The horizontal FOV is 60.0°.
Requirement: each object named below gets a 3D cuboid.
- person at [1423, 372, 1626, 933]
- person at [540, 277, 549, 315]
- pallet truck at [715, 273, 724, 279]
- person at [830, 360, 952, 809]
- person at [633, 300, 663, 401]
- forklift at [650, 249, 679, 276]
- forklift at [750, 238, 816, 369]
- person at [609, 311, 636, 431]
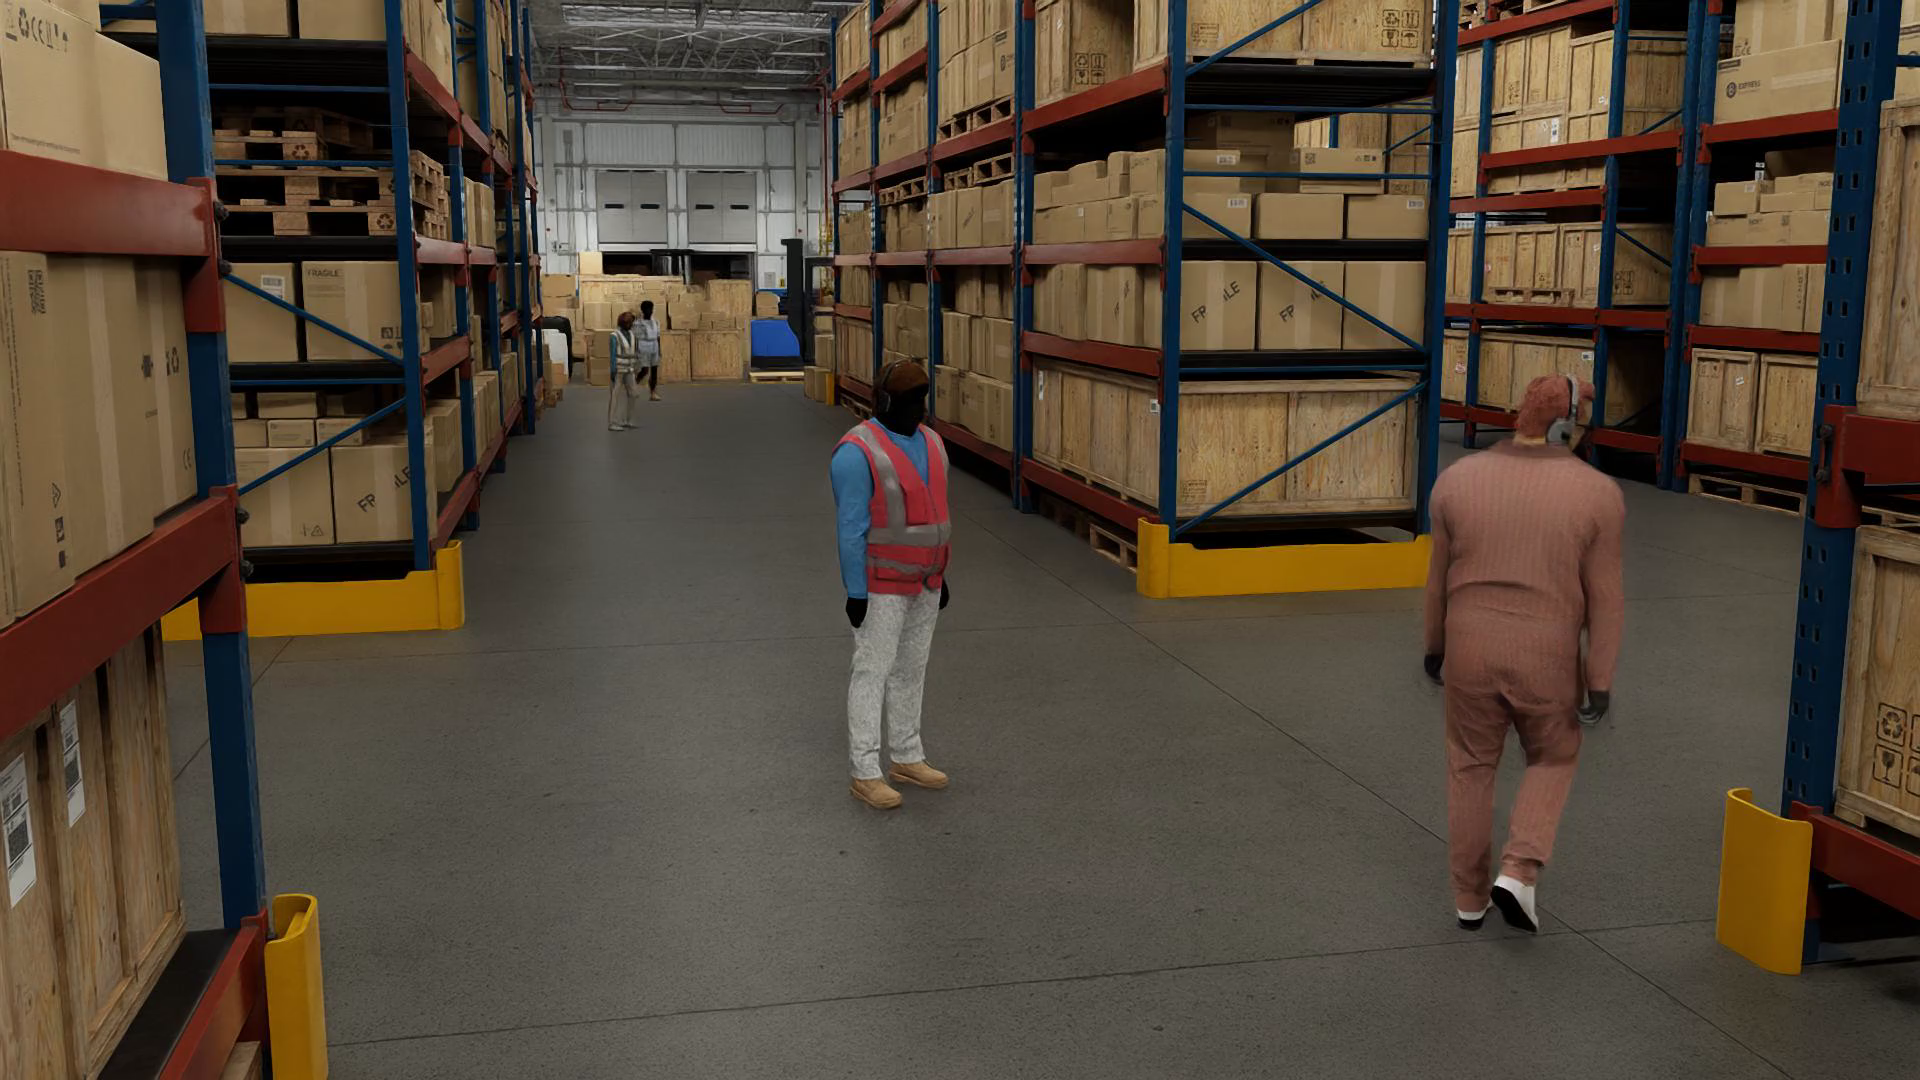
[{"bbox_3d":[1.827,0.389,5.487,0.682,1.880,0.450,6,11,31],"label":"person"},{"bbox_3d":[-15.042,-8.548,59.921,0.589,1.897,0.672,5,11,29],"label":"person"},{"bbox_3d":[-8.580,-8.986,62.280,1.885,1.965,0.823,1,9,5],"label":"pallet truck"},{"bbox_3d":[-0.252,0.174,6.932,0.429,1.839,0.633,7,12,37],"label":"person"},{"bbox_3d":[-5.214,-3.148,27.633,0.480,1.684,0.538,7,12,38],"label":"person"},{"bbox_3d":[-9.853,-8.337,55.638,1.129,2.768,1.873,-8,12,-40],"label":"forklift"},{"bbox_3d":[-3.590,-5.114,35.993,1.873,2.768,1.129,-1,9,-3],"label":"forklift"},{"bbox_3d":[-4.591,-2.290,22.612,0.377,1.624,0.546,5,11,28],"label":"person"}]
